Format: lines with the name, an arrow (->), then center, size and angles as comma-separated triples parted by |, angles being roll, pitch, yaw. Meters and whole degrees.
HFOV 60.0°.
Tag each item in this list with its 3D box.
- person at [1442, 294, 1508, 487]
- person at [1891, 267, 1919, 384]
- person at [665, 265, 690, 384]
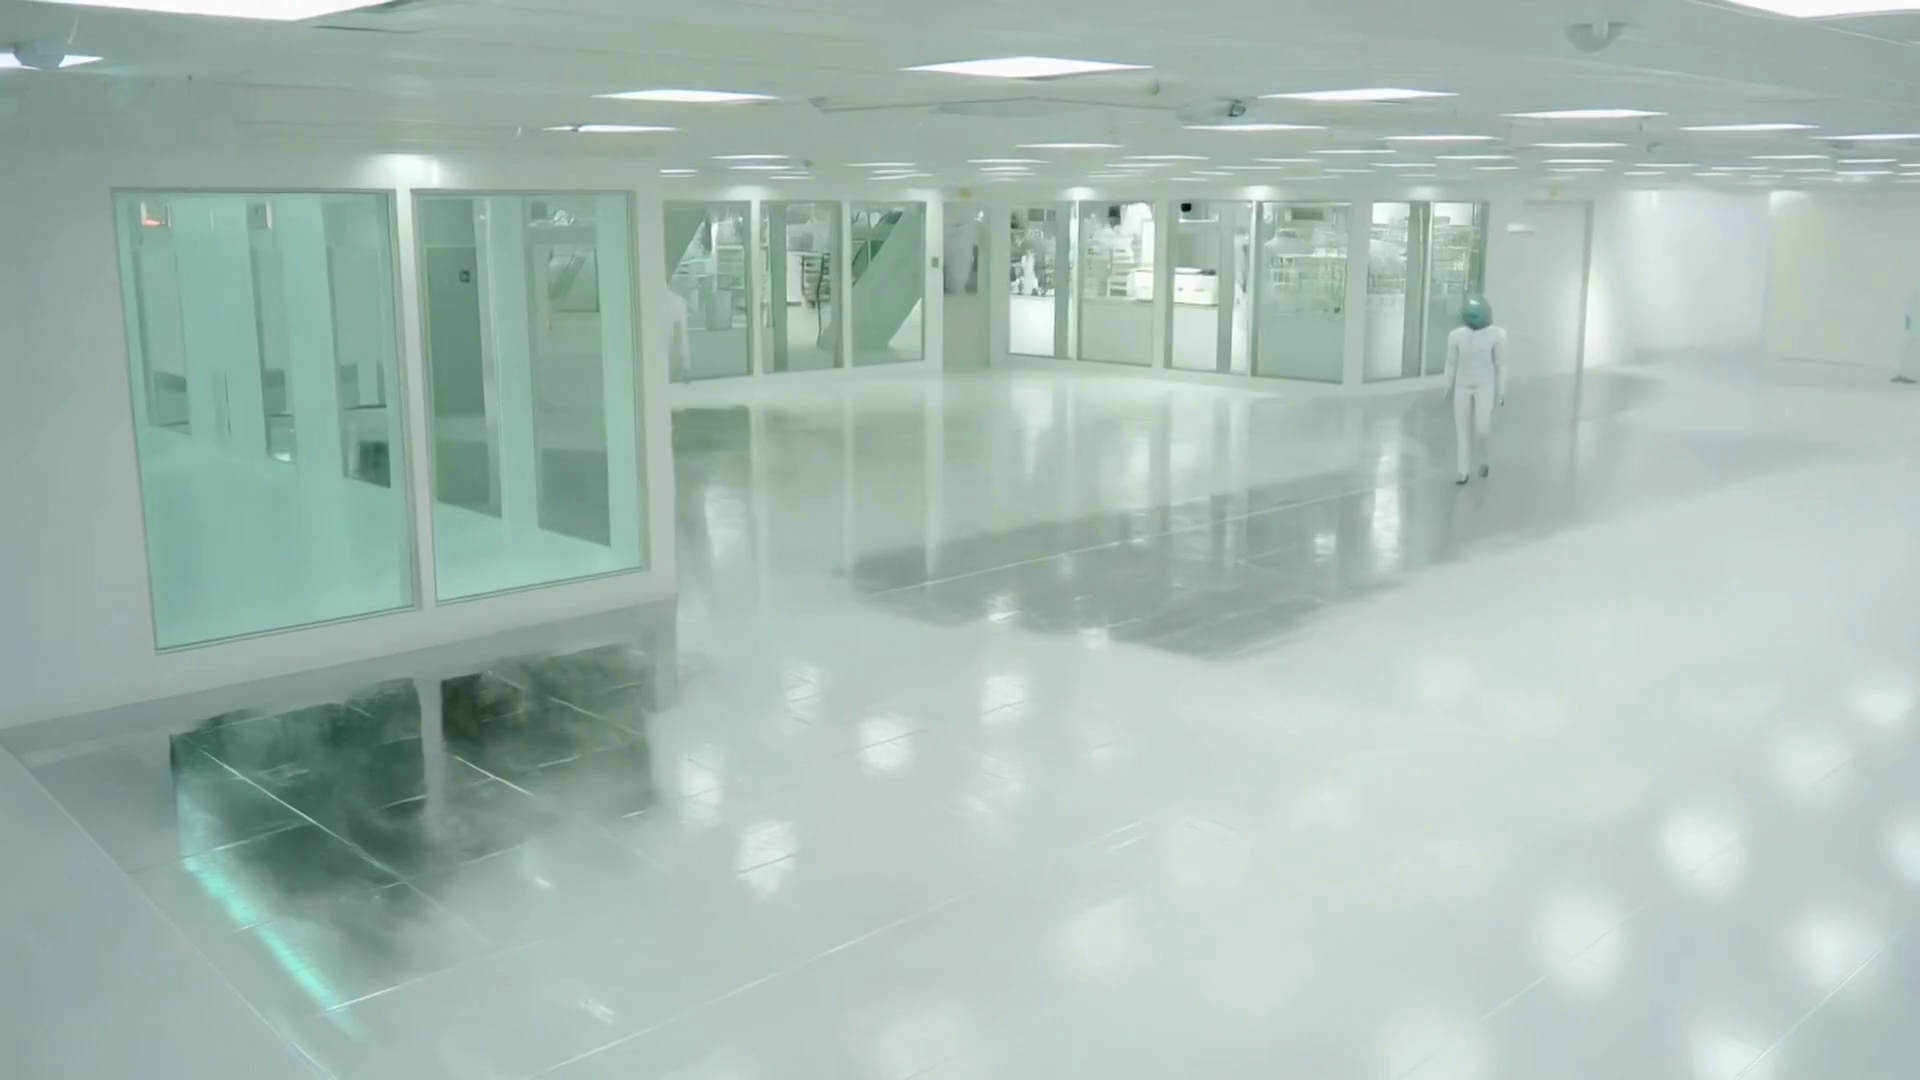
person -> 4.295, -1.244, 13.914 | 0.518, 1.617, 0.366 | 6, 13, 29
person -> 12.777, -2.958, 21.967 | 0.761, 1.842, 0.541 | 4, 12, 20
person -> -2.824, -1.630, 15.308 | 0.656, 1.835, 0.962 | -5, 12, -24
